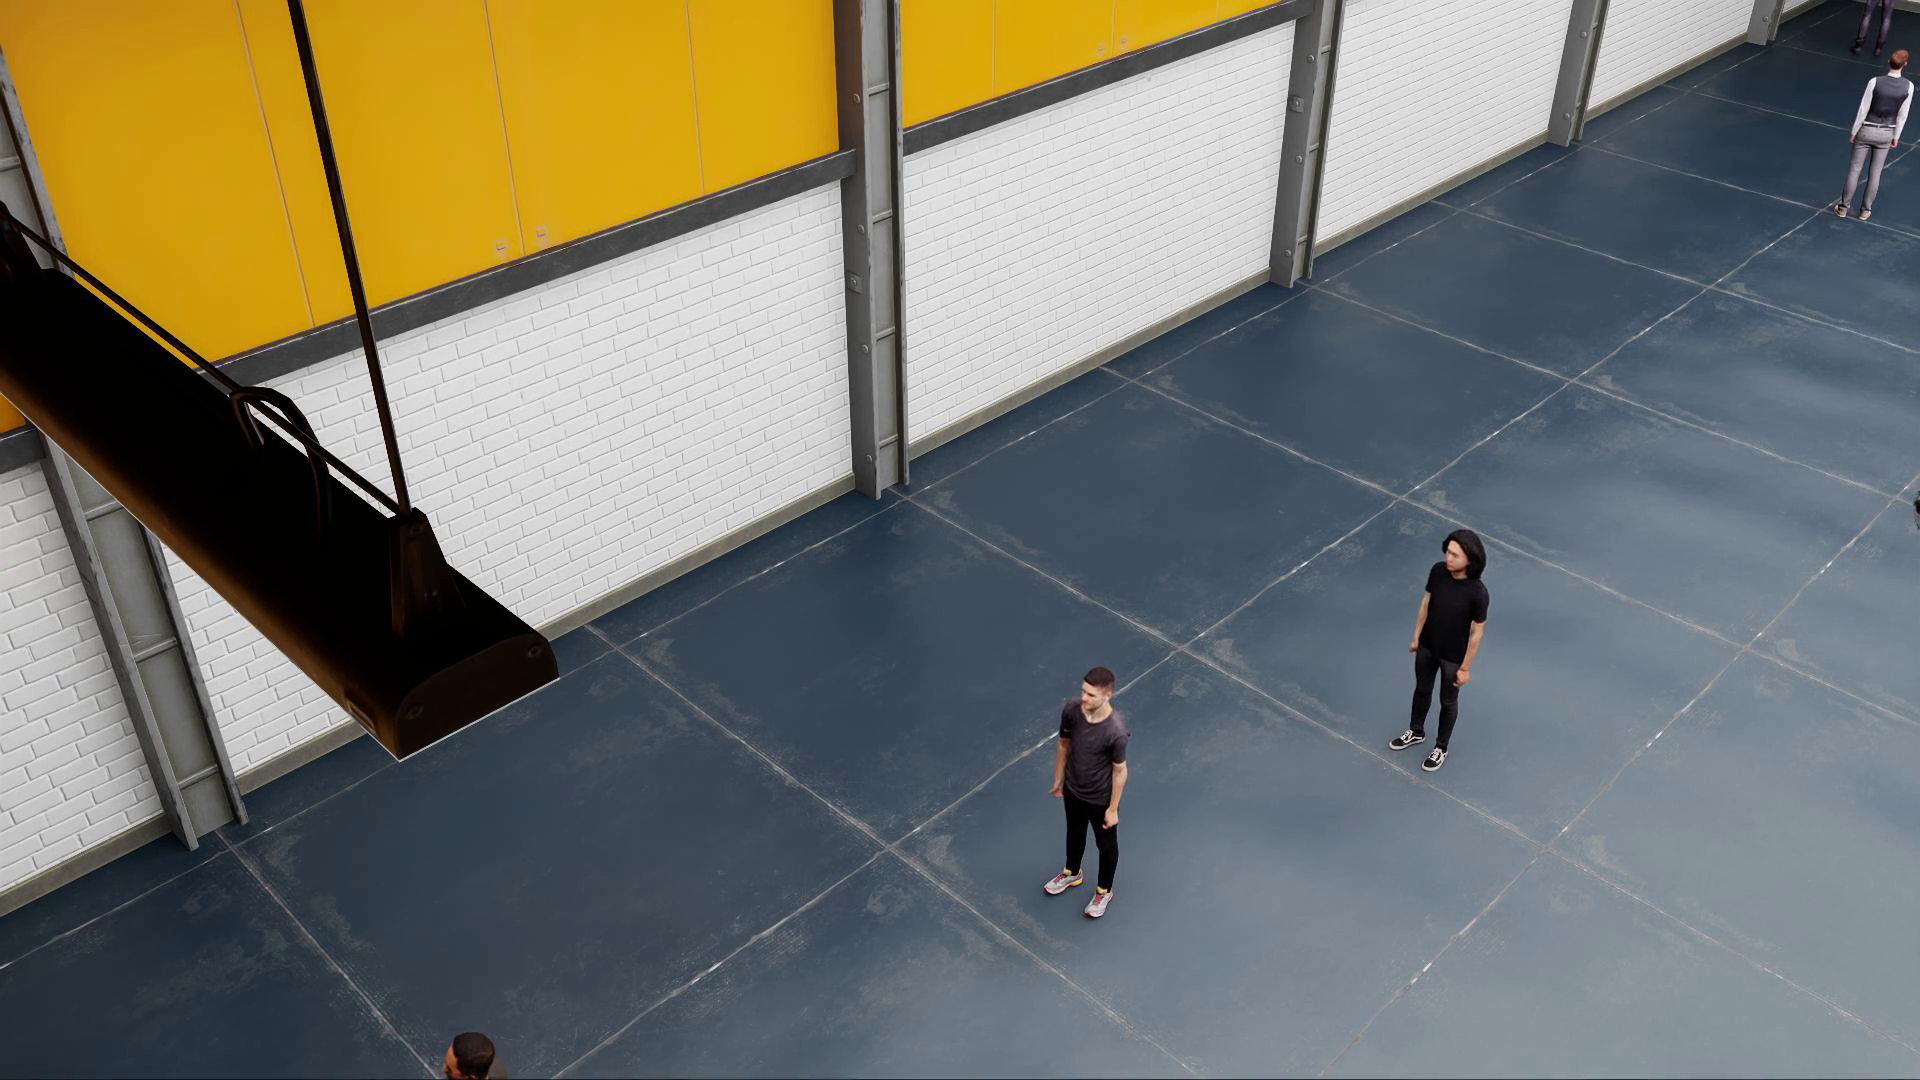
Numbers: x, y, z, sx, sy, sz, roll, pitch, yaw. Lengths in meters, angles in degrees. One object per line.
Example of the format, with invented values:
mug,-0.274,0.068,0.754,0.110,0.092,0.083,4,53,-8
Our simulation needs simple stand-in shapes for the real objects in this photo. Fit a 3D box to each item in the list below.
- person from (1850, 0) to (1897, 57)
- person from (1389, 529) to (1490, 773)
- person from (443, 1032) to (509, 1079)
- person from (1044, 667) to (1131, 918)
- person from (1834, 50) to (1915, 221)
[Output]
person,13.351,-7.954,24.031,0.749,1.831,0.743,11,35,17
person,3.221,0.695,11.016,0.571,1.836,0.659,-23,40,-30
person,-2.154,2.911,7.710,0.712,1.805,0.746,-10,35,-15
person,0.788,1.475,9.906,0.645,1.764,0.557,25,41,33
person,10.415,-4.621,18.920,0.740,1.938,0.703,13,36,18
